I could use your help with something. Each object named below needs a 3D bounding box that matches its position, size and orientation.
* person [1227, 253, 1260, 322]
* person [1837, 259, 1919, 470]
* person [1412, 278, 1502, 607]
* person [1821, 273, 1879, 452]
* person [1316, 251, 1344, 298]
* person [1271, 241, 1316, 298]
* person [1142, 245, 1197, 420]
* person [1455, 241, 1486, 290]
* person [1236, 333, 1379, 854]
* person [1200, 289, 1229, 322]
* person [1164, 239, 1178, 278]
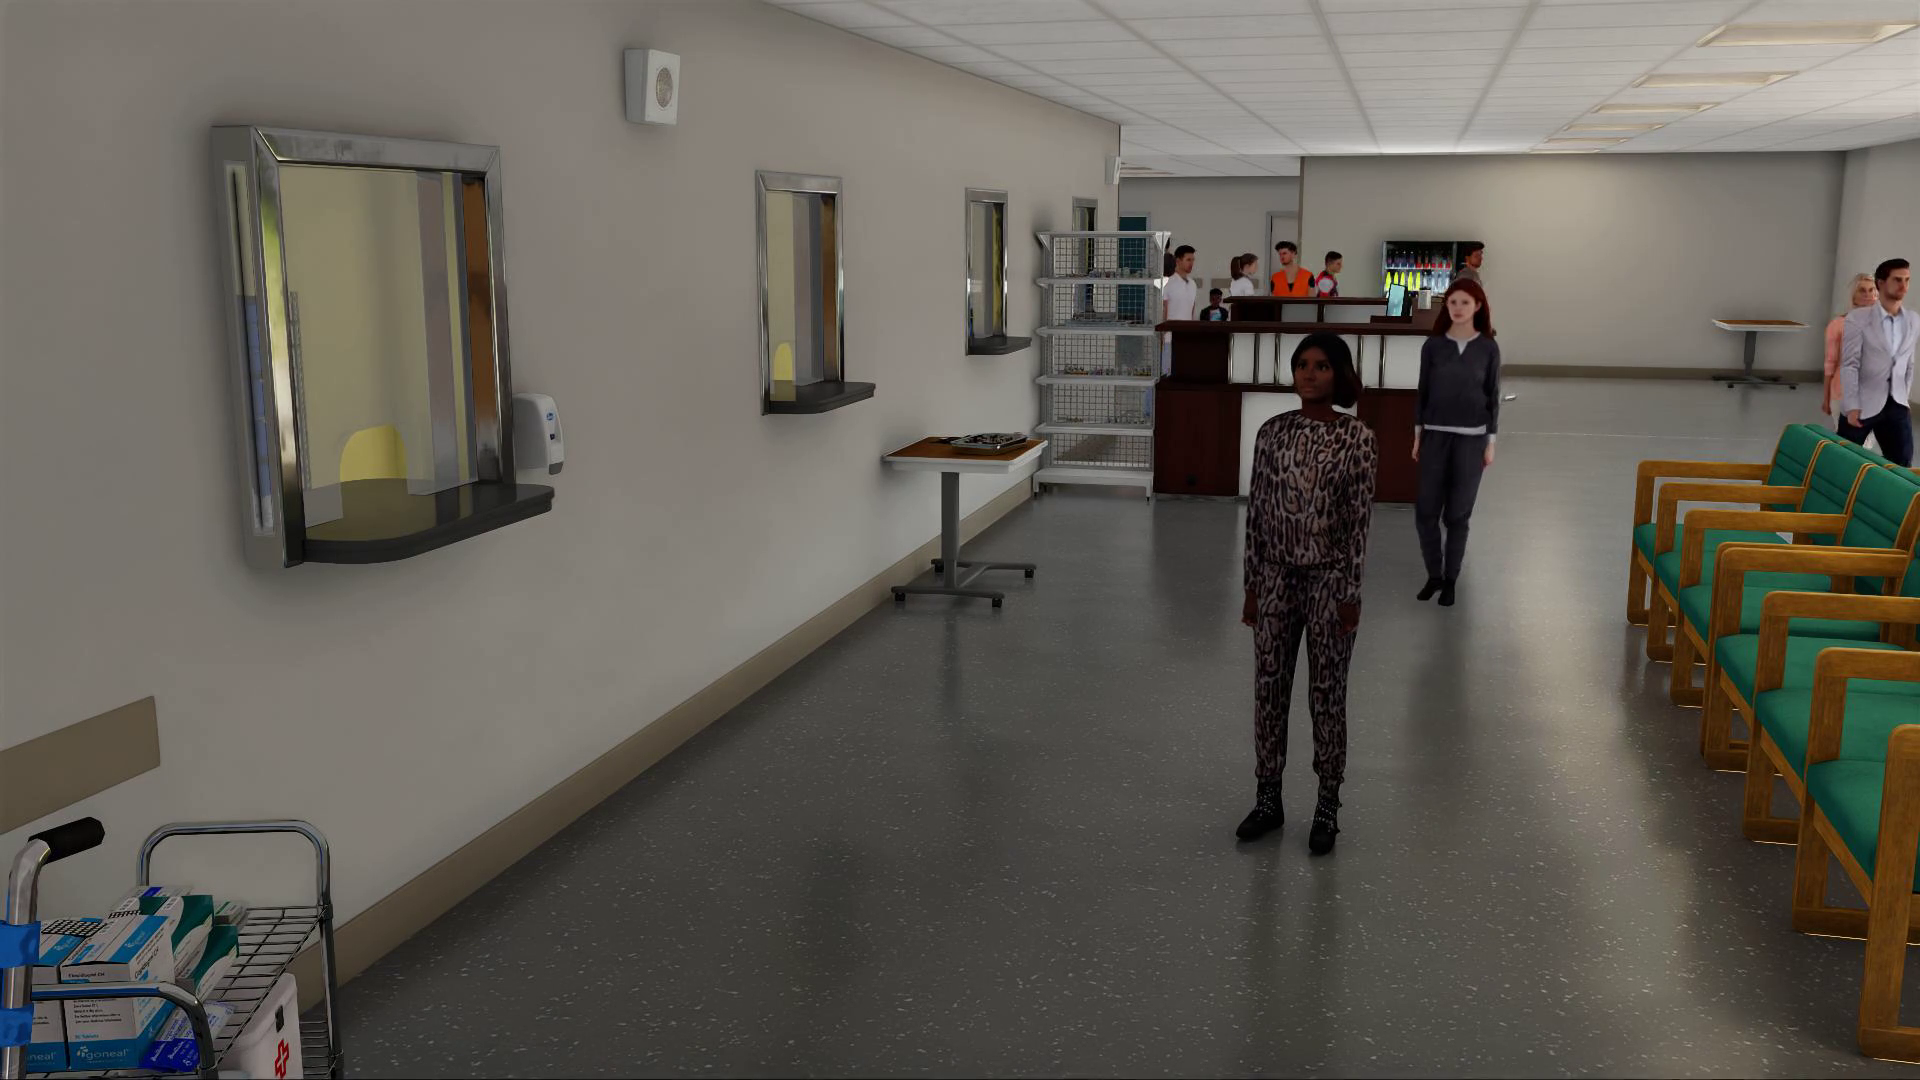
[{"bbox_3d":[3.038,-2.287,18.479,1.096,1.708,0.940,-4,11,-21],"label":"person"},{"bbox_3d":[5.744,-0.834,10.570,1.184,1.803,0.943,0,11,0],"label":"person"},{"bbox_3d":[2.691,-0.519,8.997,0.573,1.769,0.712,5,12,25],"label":"person"},{"bbox_3d":[6.360,-1.031,11.862,0.975,1.707,0.786,1,11,4],"label":"person"},{"bbox_3d":[4.164,-2.460,19.372,1.123,1.716,0.740,2,11,8],"label":"person"},{"bbox_3d":[3.701,-2.339,18.384,1.078,1.847,0.724,2,11,12],"label":"person"},{"bbox_3d":[2.172,-2.013,16.715,1.042,1.828,1.077,-7,13,-34],"label":"person"},{"bbox_3d":[5.496,-2.336,18.352,1.171,1.853,0.876,5,12,24],"label":"person"},{"bbox_3d":[1.153,0.171,5.526,0.597,1.709,0.700,6,12,30],"label":"person"},{"bbox_3d":[3.193,-2.537,20.982,0.551,1.266,0.644,-1,11,-4],"label":"person"},{"bbox_3d":[3.569,-4.186,28.192,1.033,1.818,1.079,-4,11,-19],"label":"person"}]
